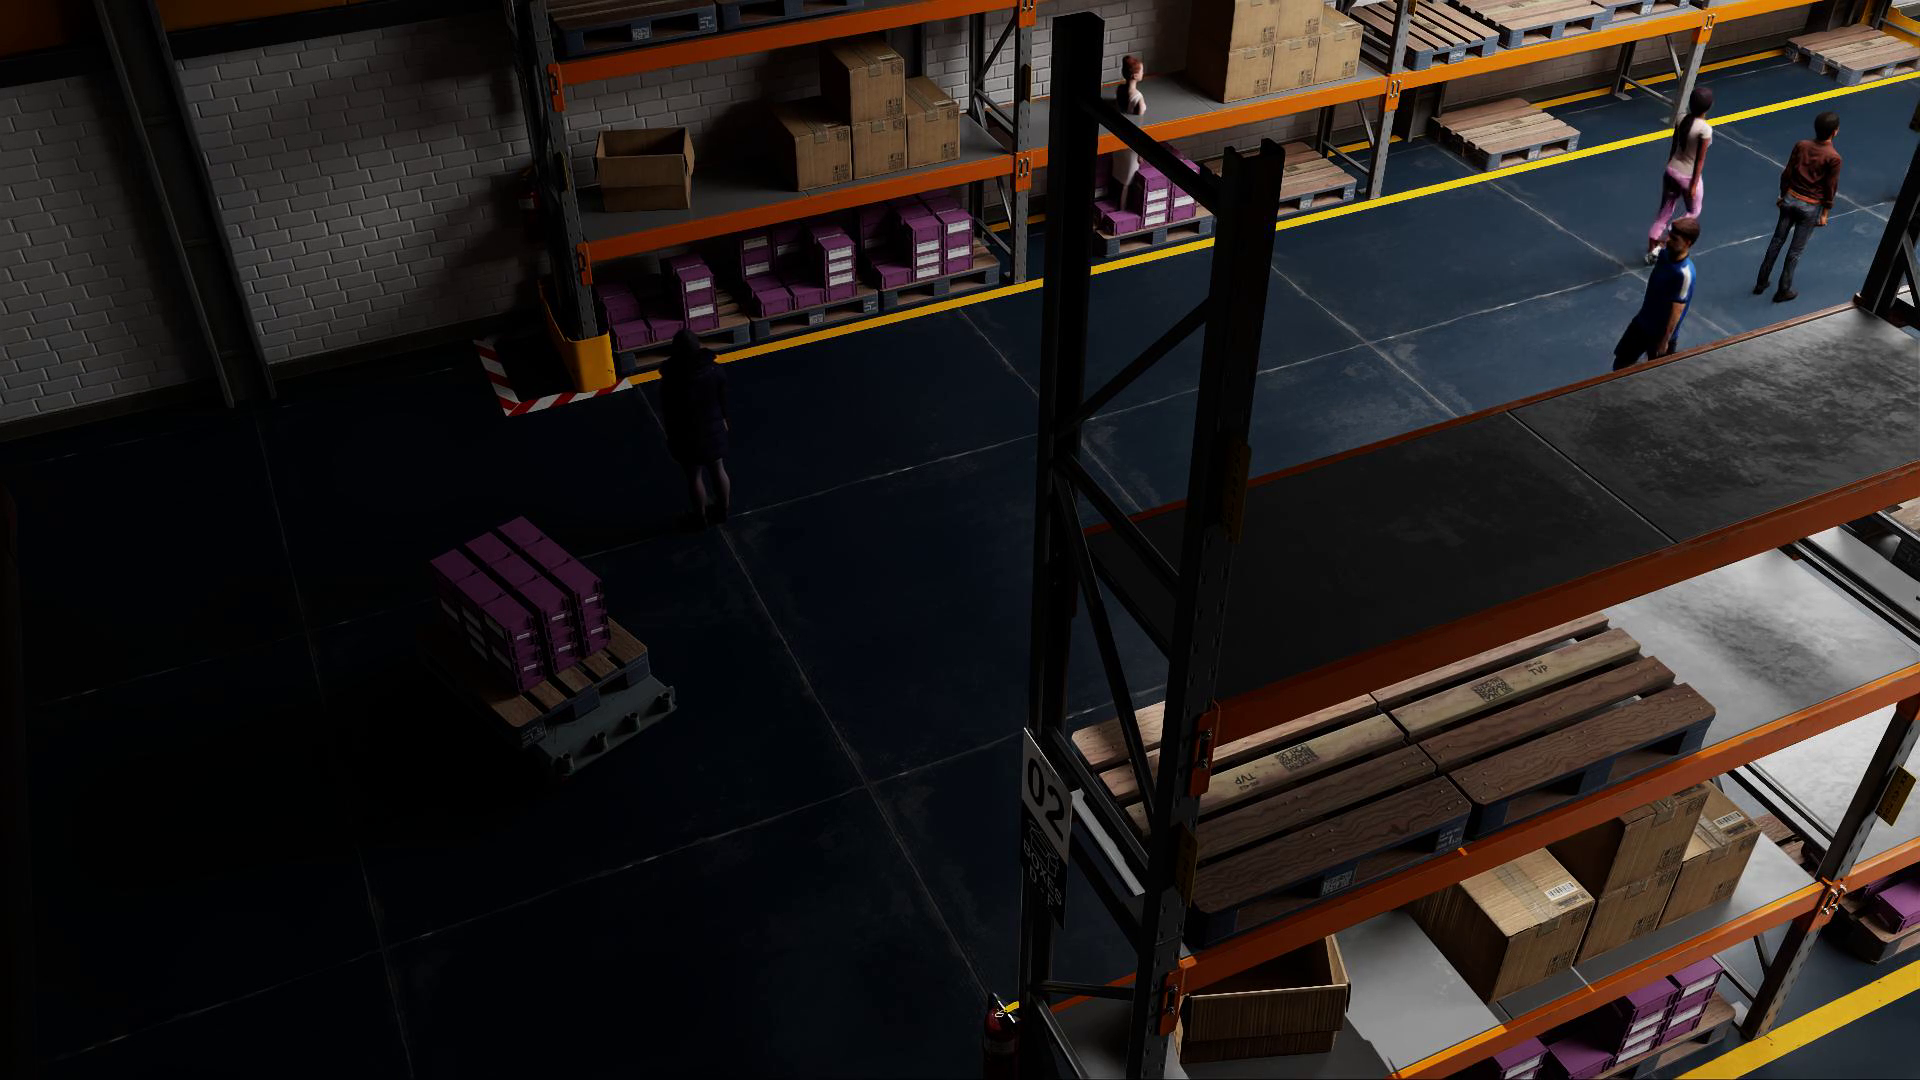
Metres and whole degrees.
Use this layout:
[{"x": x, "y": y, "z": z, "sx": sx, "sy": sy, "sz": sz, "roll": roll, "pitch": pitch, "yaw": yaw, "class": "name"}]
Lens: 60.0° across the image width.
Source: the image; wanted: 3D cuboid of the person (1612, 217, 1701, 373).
[{"x": 5.568, "y": -1.667, "z": 13.072, "sx": 1.279, "sy": 1.825, "sz": 0.878, "roll": -6, "pitch": 39, "yaw": -8, "class": "person"}]

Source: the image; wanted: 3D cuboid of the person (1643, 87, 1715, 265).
[{"x": 6.515, "y": -3.278, "z": 15.166, "sx": 0.581, "sy": 1.730, "sz": 0.593, "roll": -15, "pitch": 41, "yaw": -18, "class": "person"}]

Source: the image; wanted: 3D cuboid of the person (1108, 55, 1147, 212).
[{"x": 1.549, "y": -3.694, "z": 15.636, "sx": 0.511, "sy": 1.793, "sz": 0.560, "roll": -19, "pitch": 42, "yaw": -22, "class": "person"}]

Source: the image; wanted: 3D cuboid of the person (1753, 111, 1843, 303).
[{"x": 7.444, "y": -2.954, "z": 14.718, "sx": 0.590, "sy": 1.783, "sz": 0.683, "roll": -24, "pitch": 45, "yaw": -27, "class": "person"}]

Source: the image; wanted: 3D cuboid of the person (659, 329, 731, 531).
[{"x": -1.913, "y": -0.807, "z": 12.116, "sx": 0.606, "sy": 1.674, "sz": 0.752, "roll": -21, "pitch": 43, "yaw": -24, "class": "person"}]
